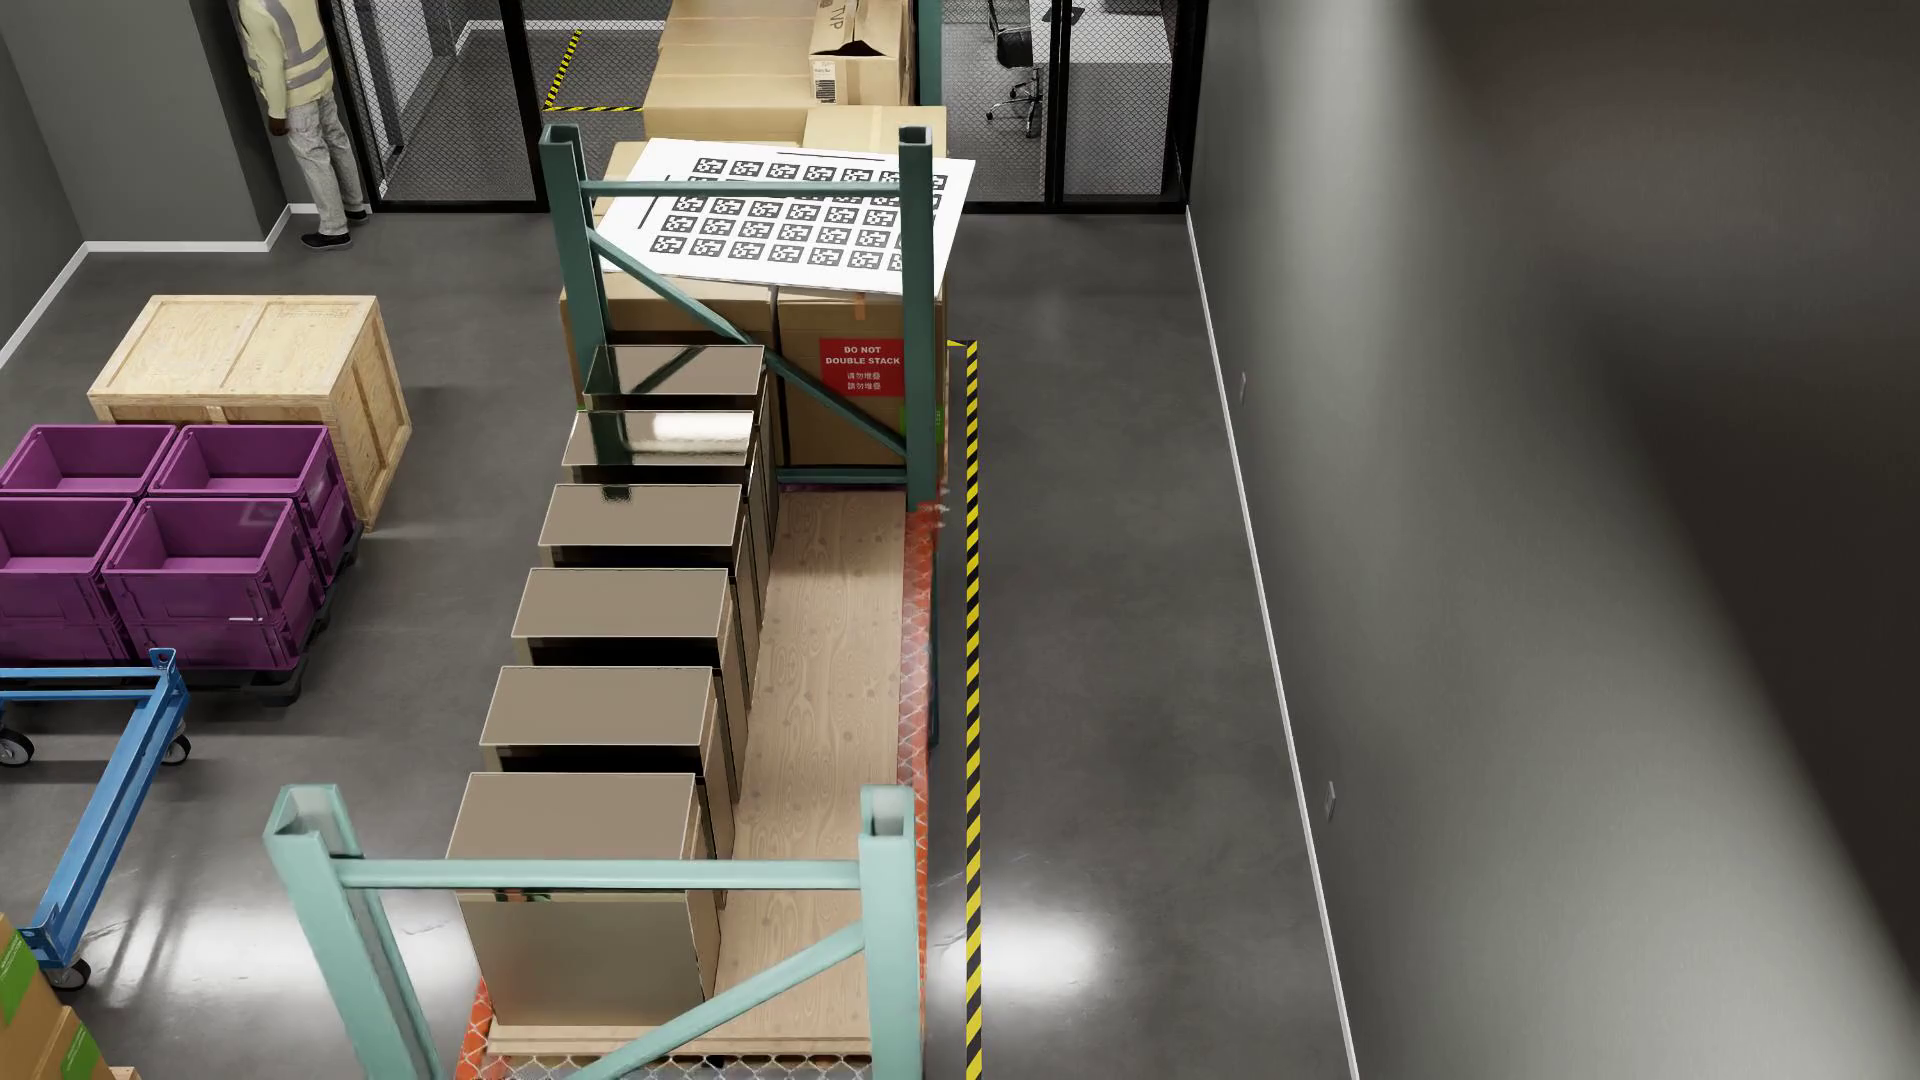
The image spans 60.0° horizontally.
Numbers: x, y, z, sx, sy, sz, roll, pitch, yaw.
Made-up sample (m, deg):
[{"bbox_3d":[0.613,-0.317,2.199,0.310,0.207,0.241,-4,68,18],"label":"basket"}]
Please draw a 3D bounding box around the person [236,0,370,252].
[{"bbox_3d":[-3.480,-2.382,8.688,0.404,1.834,0.591,6,42,7],"label":"person"}]
